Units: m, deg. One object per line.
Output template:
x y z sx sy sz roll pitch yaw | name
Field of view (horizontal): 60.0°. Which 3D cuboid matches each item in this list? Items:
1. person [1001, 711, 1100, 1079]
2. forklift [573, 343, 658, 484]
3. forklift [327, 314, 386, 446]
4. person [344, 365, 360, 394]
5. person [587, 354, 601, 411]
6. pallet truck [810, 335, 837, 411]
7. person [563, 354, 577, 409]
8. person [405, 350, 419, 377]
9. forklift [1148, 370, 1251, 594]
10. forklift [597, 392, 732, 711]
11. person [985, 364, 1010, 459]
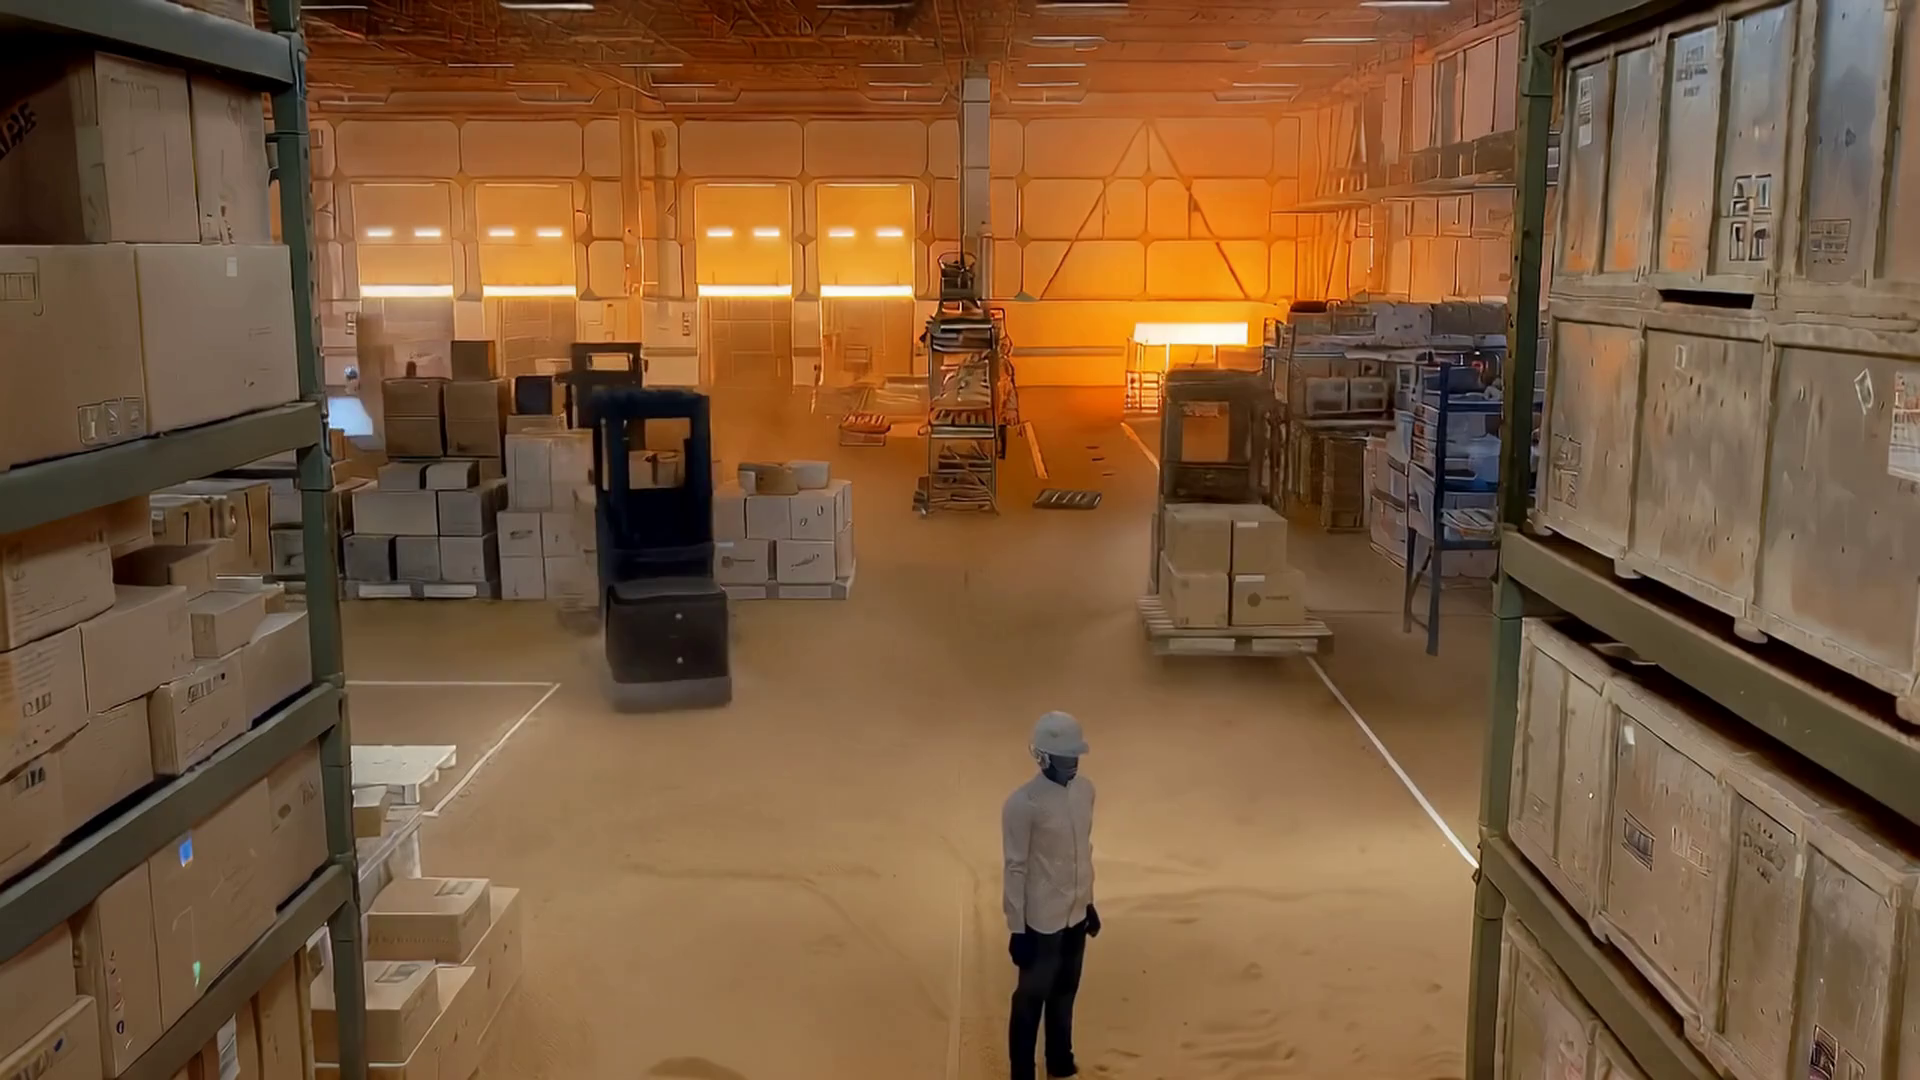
0.449 1.782 7.969 0.382 1.993 0.622 9 13 43 | person
-5.085 -1.475 24.210 1.129 2.768 1.873 0 10 1 | forklift
-12.501 -3.396 35.293 1.873 2.768 1.129 -1 10 -4 | forklift
-12.943 -2.870 35.537 0.486 1.744 0.294 3 10 18 | person
-8.186 -3.126 36.557 0.977 1.892 0.650 -1 10 -7 | person
-3.021 -4.312 43.126 1.885 1.965 0.823 3 10 17 | pallet truck
-9.578 -3.801 41.250 0.510 1.623 0.373 1 10 6 | person
-12.877 -3.550 39.180 0.348 1.842 0.506 -6 11 -29 | person
2.742 -0.514 18.668 1.129 2.768 1.873 0 10 1 | forklift
-2.812 0.024 15.561 1.129 2.768 1.873 -3 10 -16 | forklift
0.732 -2.585 33.378 0.544 1.932 0.377 4 11 22 | person
